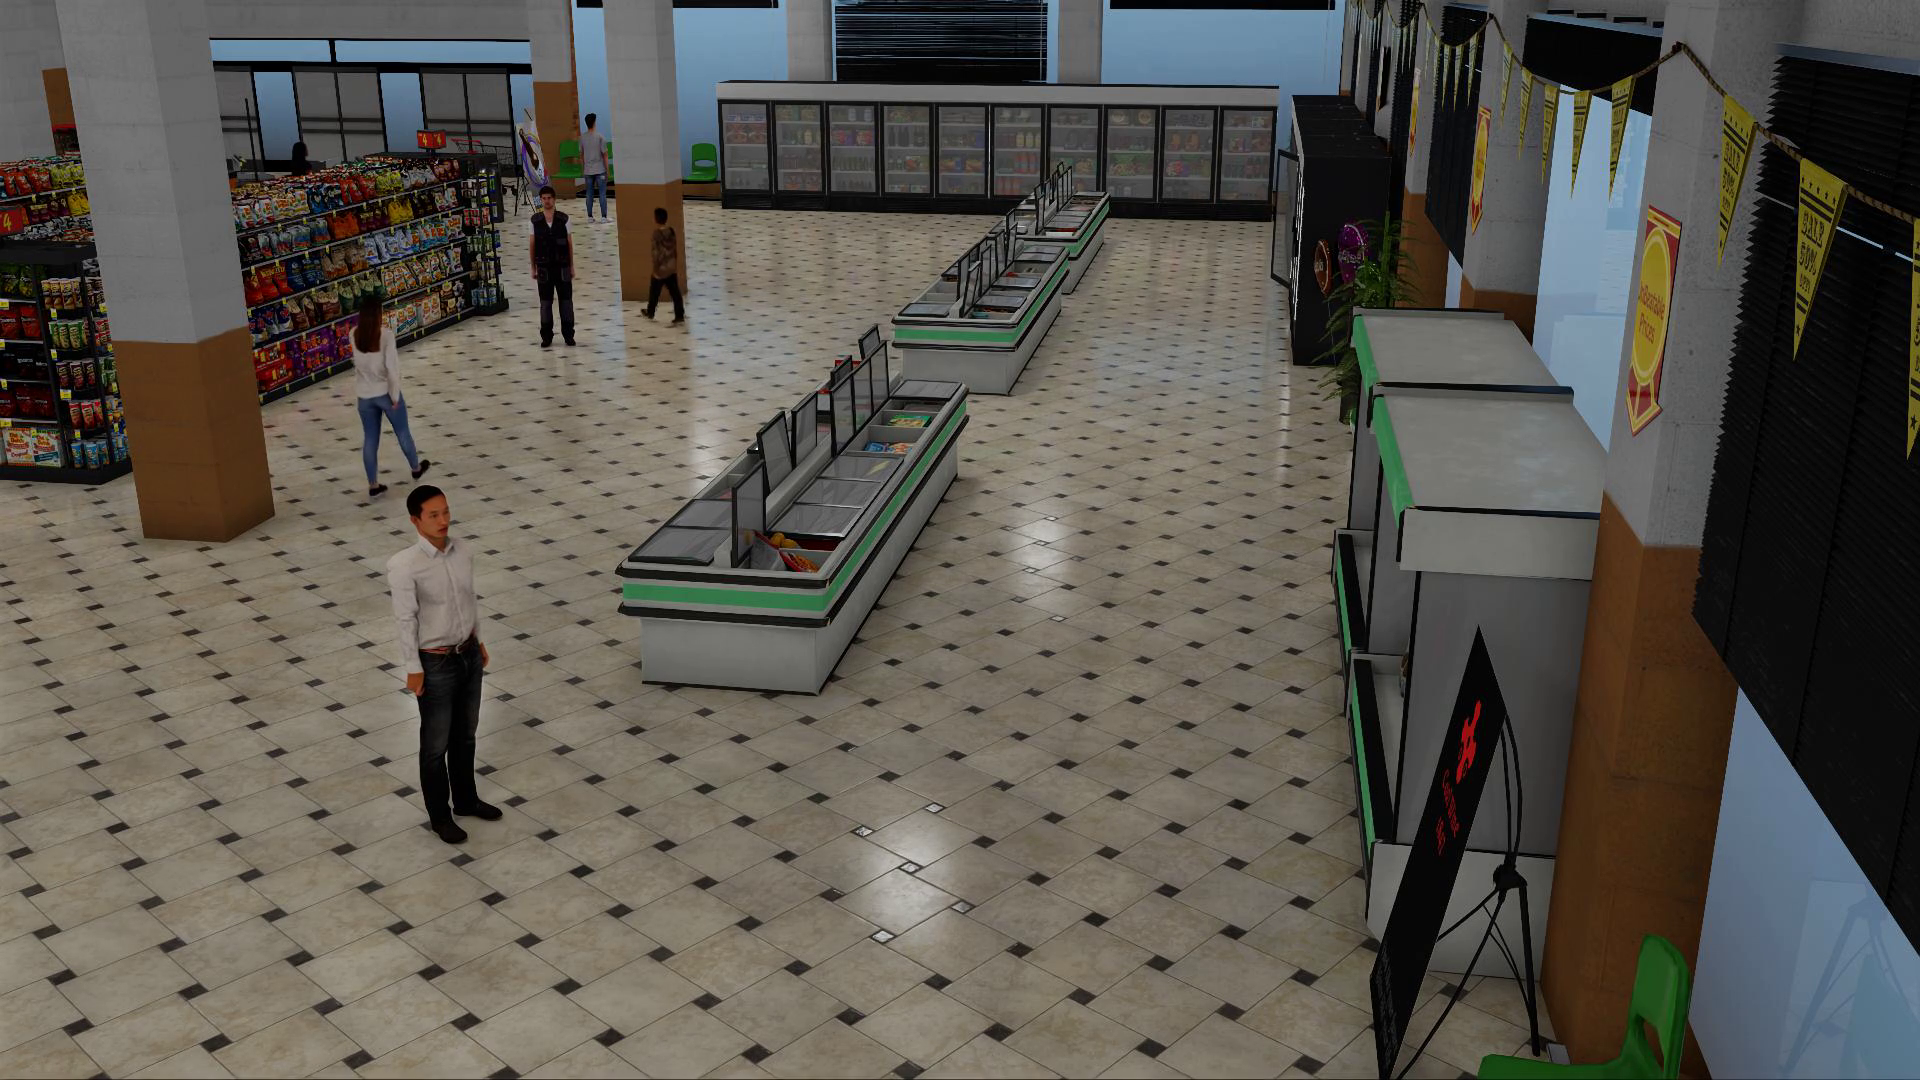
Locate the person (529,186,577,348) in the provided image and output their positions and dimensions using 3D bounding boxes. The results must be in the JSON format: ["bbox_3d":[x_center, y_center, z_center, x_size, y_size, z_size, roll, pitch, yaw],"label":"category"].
[{"bbox_3d":[-4.757,-3.201,19.442,0.744,1.849,0.729,-5,19,-15],"label":"person"}]

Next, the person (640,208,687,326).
[{"bbox_3d":[-3.595,-3.342,20.522,0.985,1.426,0.976,-17,25,-41],"label":"person"}]

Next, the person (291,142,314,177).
[{"bbox_3d":[-10.217,-5.336,25.964,0.698,1.727,0.712,11,21,29],"label":"person"}]

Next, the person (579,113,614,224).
[{"bbox_3d":[-6.443,-6.549,29.310,0.668,1.889,0.540,3,19,9],"label":"person"}]

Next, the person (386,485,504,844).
[{"bbox_3d":[-2.566,0.591,8.255,0.784,1.811,0.621,10,21,27],"label":"person"}]

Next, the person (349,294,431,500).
[{"bbox_3d":[-4.813,-1.151,13.663,0.624,1.657,0.978,3,19,9],"label":"person"}]
